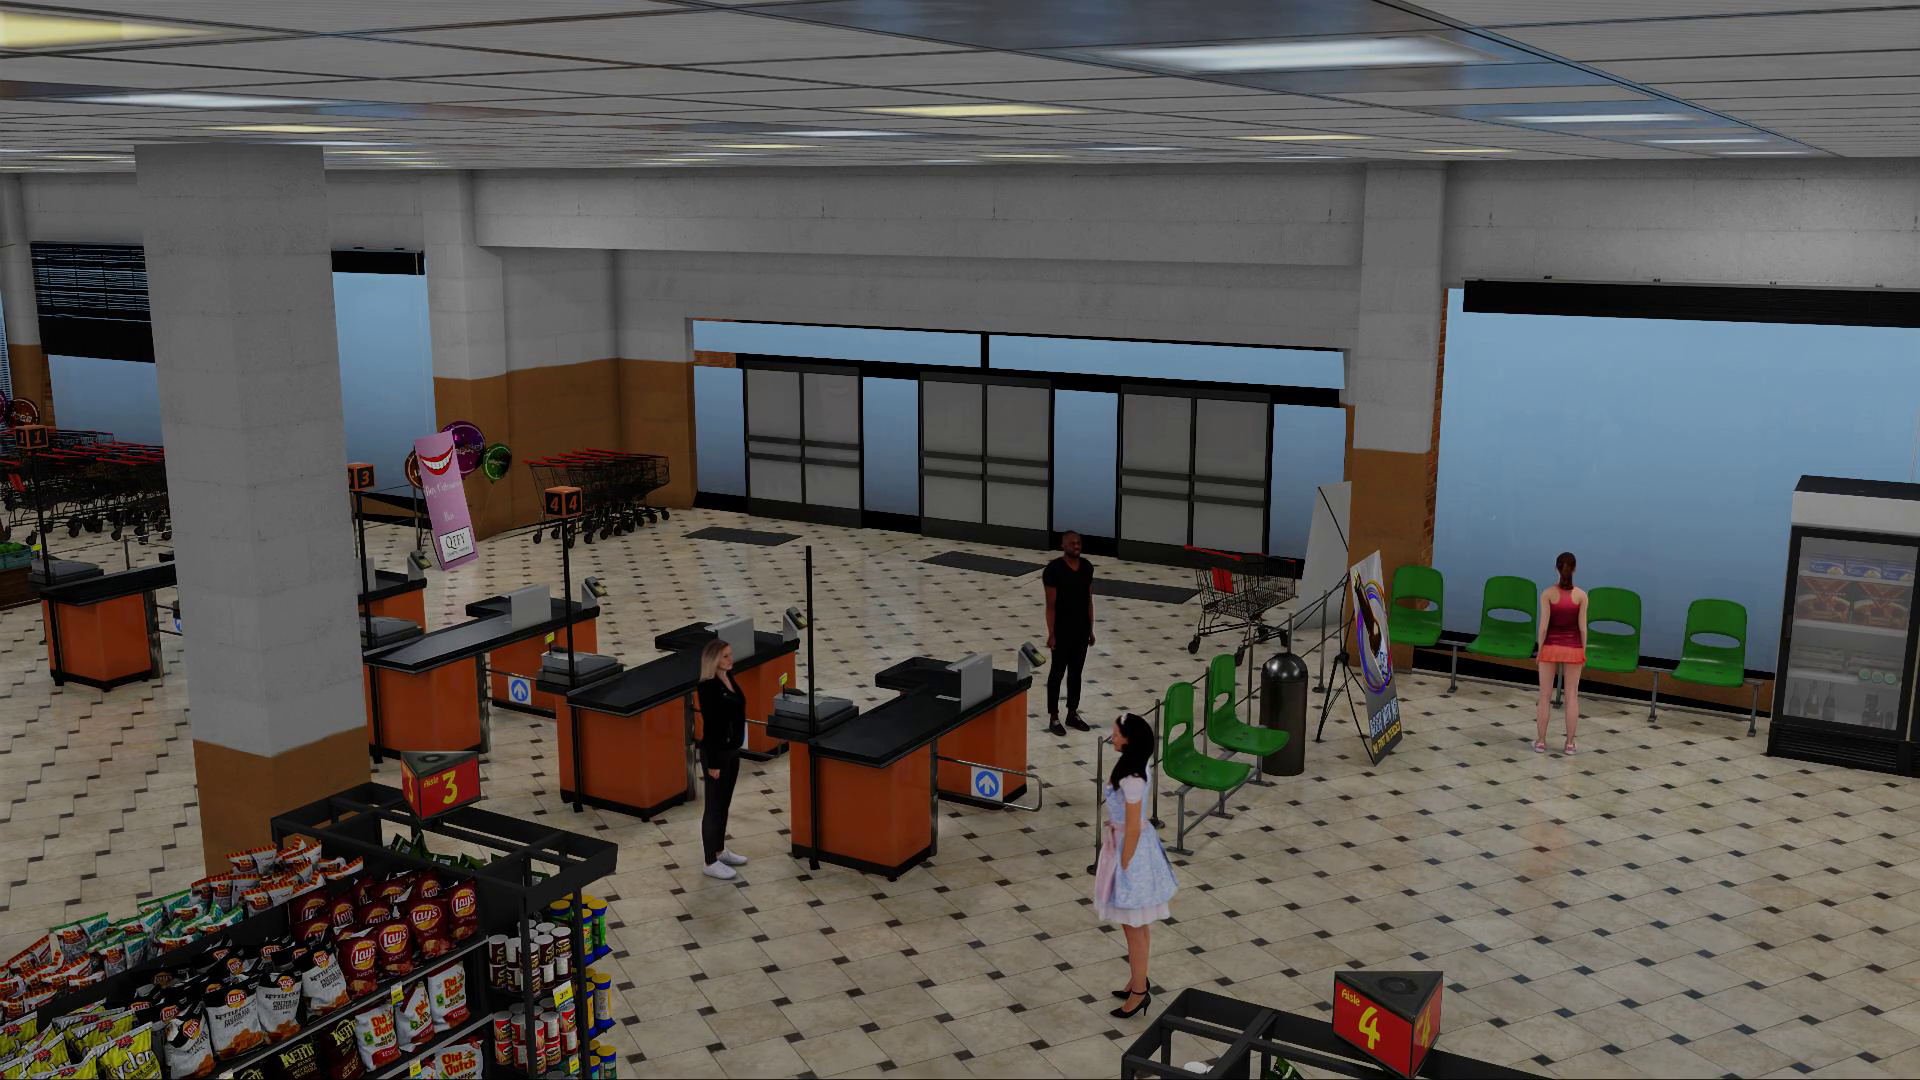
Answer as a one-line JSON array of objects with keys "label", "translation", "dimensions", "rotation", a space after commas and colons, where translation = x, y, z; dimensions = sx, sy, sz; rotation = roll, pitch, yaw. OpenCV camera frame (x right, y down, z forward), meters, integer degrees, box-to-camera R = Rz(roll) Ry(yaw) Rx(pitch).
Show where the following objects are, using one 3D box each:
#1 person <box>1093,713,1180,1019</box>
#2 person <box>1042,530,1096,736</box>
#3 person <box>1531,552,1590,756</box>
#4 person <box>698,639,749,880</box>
[{"label": "person", "translation": [0.989, 1.878, 9.627], "dimensions": [0.865, 1.815, 0.780], "rotation": [2, 12, 10]}, {"label": "person", "translation": [0.962, 0.800, 14.733], "dimensions": [0.686, 1.820, 0.810], "rotation": [-7, 14, -29]}, {"label": "person", "translation": [5.112, 0.956, 14.155], "dimensions": [0.627, 1.754, 0.640], "rotation": [3, 12, 14]}, {"label": "person", "translation": [-1.691, 1.515, 11.667], "dimensions": [0.737, 1.685, 0.579], "rotation": [2, 12, 12]}]
